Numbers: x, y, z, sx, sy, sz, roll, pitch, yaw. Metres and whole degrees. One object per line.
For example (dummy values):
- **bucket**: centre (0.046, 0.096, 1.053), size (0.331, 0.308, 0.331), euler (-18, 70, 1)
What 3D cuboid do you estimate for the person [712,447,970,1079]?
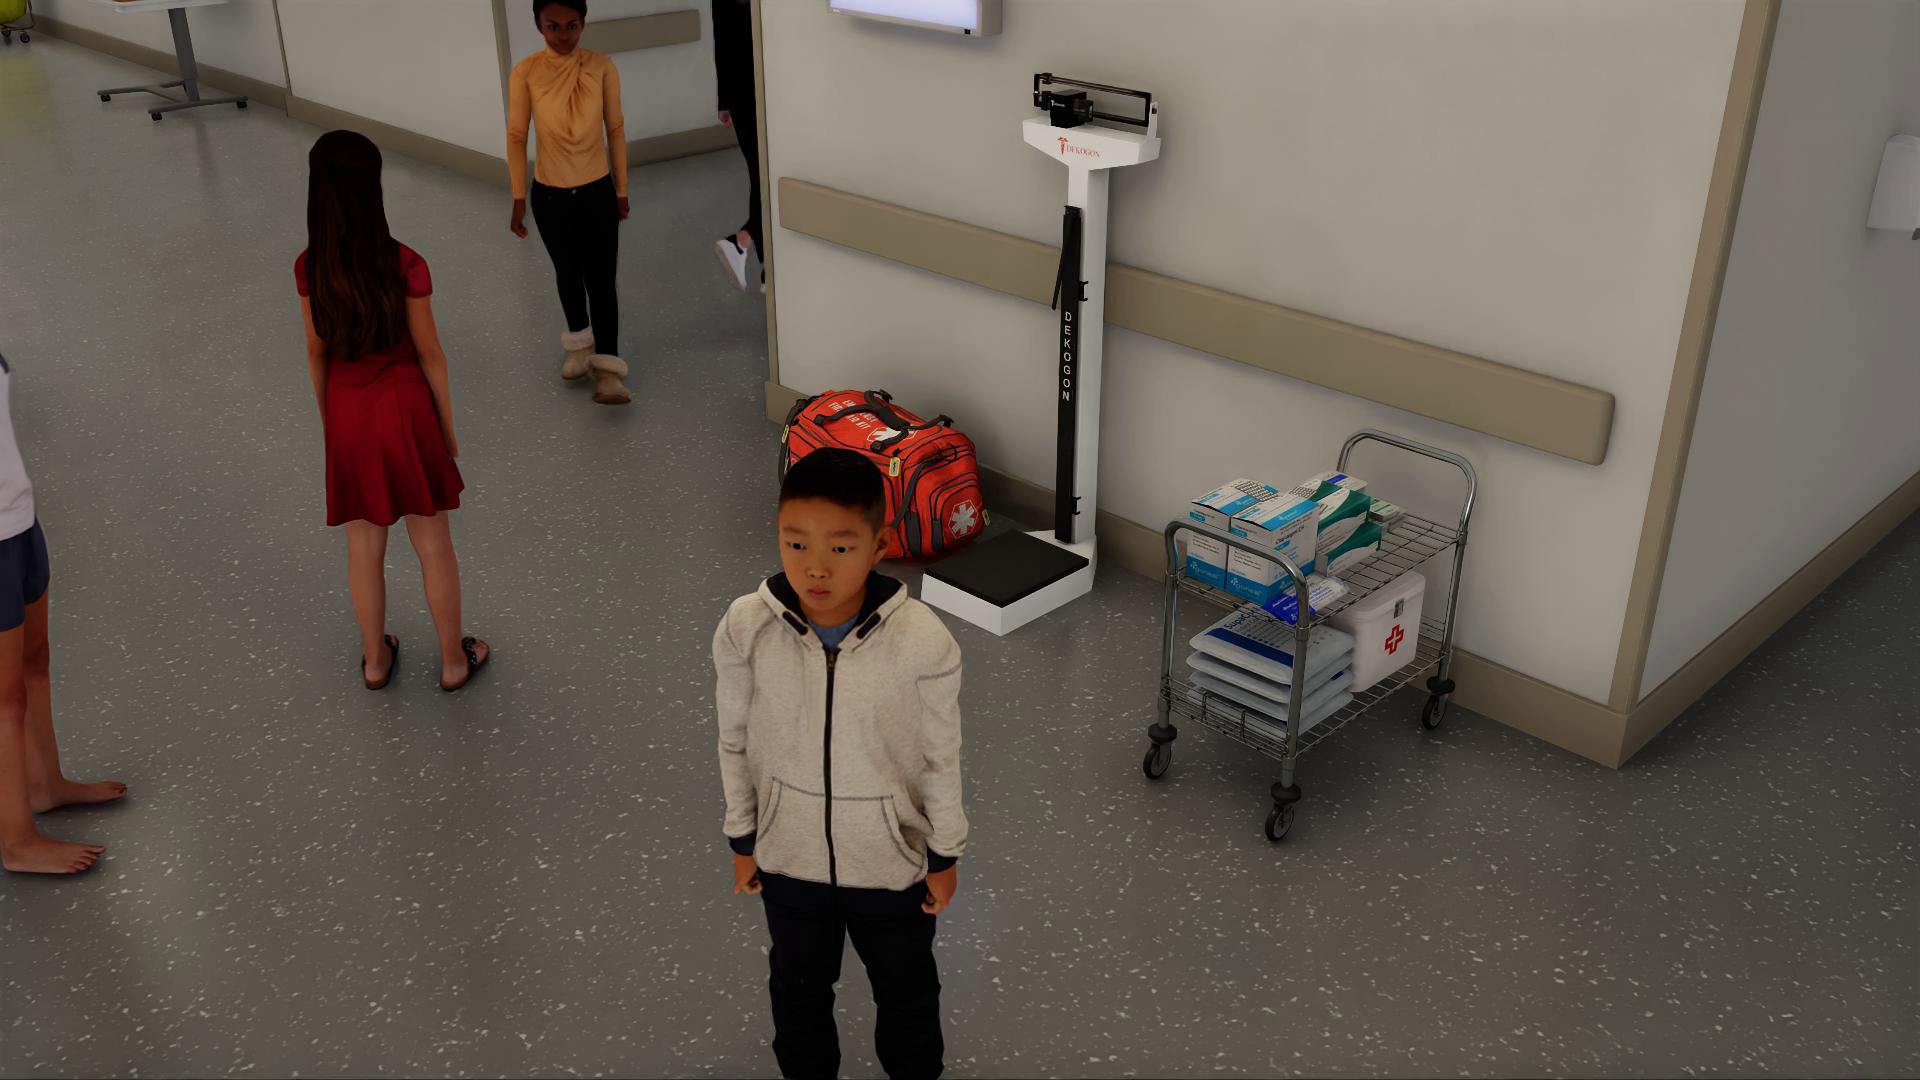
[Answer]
- **person**: centre (-0.196, 0.504, 2.901), size (0.625, 1.451, 0.701), euler (2, 26, 4)

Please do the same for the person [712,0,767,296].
- **person**: centre (-0.934, -1.931, 7.571), size (0.957, 1.782, 0.855), euler (11, 28, 21)

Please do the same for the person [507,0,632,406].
- **person**: centre (-1.536, -1.376, 6.611), size (0.971, 1.615, 1.149), euler (-4, 26, -9)

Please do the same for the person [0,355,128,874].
- **person**: centre (-2.239, -0.009, 3.766), size (0.736, 1.625, 0.646), euler (-5, 26, -10)

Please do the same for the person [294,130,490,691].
- **person**: centre (-1.562, -0.320, 4.498), size (0.689, 1.550, 0.749), euler (0, 26, 0)
